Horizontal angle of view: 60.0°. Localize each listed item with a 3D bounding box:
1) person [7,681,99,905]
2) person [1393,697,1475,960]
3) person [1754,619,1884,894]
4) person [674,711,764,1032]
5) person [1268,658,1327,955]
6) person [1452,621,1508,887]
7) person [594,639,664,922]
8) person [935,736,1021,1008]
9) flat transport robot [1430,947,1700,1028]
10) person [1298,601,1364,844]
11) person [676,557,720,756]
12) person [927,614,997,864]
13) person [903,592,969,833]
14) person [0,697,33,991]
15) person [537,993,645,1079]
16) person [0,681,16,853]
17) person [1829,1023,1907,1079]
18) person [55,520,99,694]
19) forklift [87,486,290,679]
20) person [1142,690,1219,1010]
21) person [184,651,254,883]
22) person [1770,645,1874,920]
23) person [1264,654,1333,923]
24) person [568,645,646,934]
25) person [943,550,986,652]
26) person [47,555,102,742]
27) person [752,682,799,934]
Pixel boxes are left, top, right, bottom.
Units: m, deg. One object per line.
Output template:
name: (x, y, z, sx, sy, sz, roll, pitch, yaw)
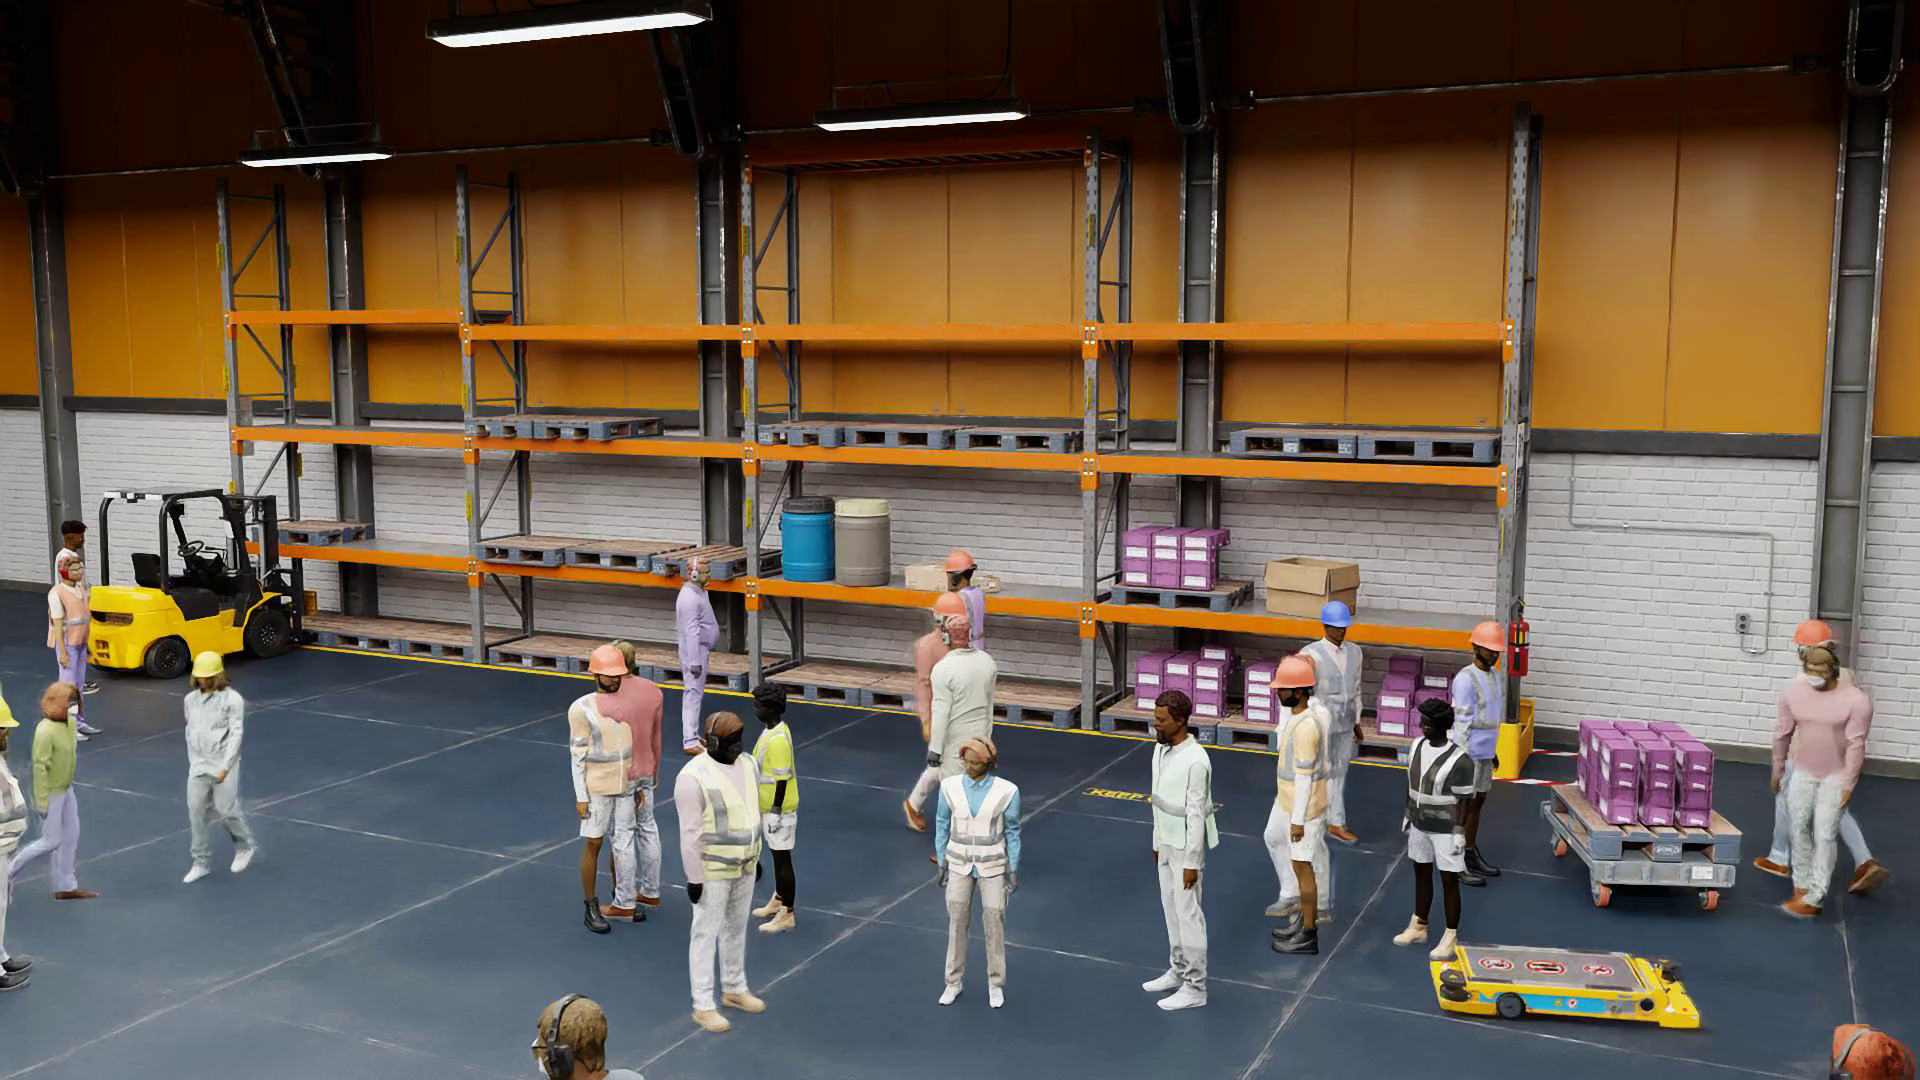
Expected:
person: (-6.436, 1.775, 11.670, 0.569, 1.608, 0.532, -1, 7, -8)
person: (3.068, 1.845, 10.737, 0.321, 1.692, 0.530, -4, 8, -29)
person: (6.257, 1.557, 12.046, 0.612, 1.963, 0.913, -2, 7, -20)
person: (-1.369, 1.899, 9.685, 0.429, 1.841, 0.632, 4, 8, 32)
person: (2.185, 1.722, 10.818, 0.388, 1.929, 0.539, 1, 7, 6)
person: (3.816, 1.548, 12.201, 0.375, 1.934, 0.547, 6, 9, 42)
person: (-2.291, 1.640, 11.422, 0.362, 1.938, 0.631, 4, 8, 33)
person: (0.104, 1.971, 9.929, 0.513, 1.638, 0.313, 1, 7, 11)
flat transport robot: (3.582, 2.646, 9.941, 1.431, 0.197, 0.652, 1, 7, 10)
person: (2.909, 1.438, 13.057, 0.608, 1.948, 0.389, -3, 8, -27)
person: (-2.510, 1.106, 15.973, 0.402, 1.906, 0.652, -1, 7, -8)
person: (-0.015, 1.512, 12.625, 0.401, 1.904, 0.650, 6, 9, 42)
person: (-0.129, 1.390, 13.330, 0.505, 1.980, 0.644, 5, 9, 37)
person: (-5.929, 1.853, 10.179, 0.403, 1.817, 0.601, -4, 8, -29)
person: (-1.182, 2.389, 5.298, 0.386, 1.927, 0.641, 2, 7, 16)
person: (-7.564, 1.573, 12.724, 0.524, 1.759, 0.337, -1, 7, -11)
person: (2.837, 2.444, 5.129, 0.582, 1.858, 0.829, -3, 7, -21)
person: (-9.957, 0.747, 18.697, 0.368, 1.964, 0.603, -4, 8, -31)
forklift: (-9.426, 0.454, 20.179, 1.214, 2.155, 2.313, 3, 8, 26)
person: (1.324, 1.835, 9.959, 0.391, 1.911, 0.585, -2, 7, -17)
person: (-5.459, 1.648, 12.275, 0.494, 1.719, 0.501, 1, 7, 10)
person: (5.884, 1.655, 11.501, 0.632, 1.896, 0.659, -6, 9, -39)
person: (2.291, 1.696, 11.276, 0.548, 1.864, 0.614, -3, 7, -21)
person: (-2.366, 1.662, 11.249, 0.358, 1.938, 0.545, 6, 9, 41)
person: (0.020, 1.109, 15.390, 0.393, 2.039, 0.613, 3, 7, 21)
person: (-8.830, 1.068, 16.525, 0.390, 1.847, 0.563, -1, 7, -6)
person: (-1.249, 1.789, 11.205, 0.319, 1.693, 0.532, -2, 7, -12)
